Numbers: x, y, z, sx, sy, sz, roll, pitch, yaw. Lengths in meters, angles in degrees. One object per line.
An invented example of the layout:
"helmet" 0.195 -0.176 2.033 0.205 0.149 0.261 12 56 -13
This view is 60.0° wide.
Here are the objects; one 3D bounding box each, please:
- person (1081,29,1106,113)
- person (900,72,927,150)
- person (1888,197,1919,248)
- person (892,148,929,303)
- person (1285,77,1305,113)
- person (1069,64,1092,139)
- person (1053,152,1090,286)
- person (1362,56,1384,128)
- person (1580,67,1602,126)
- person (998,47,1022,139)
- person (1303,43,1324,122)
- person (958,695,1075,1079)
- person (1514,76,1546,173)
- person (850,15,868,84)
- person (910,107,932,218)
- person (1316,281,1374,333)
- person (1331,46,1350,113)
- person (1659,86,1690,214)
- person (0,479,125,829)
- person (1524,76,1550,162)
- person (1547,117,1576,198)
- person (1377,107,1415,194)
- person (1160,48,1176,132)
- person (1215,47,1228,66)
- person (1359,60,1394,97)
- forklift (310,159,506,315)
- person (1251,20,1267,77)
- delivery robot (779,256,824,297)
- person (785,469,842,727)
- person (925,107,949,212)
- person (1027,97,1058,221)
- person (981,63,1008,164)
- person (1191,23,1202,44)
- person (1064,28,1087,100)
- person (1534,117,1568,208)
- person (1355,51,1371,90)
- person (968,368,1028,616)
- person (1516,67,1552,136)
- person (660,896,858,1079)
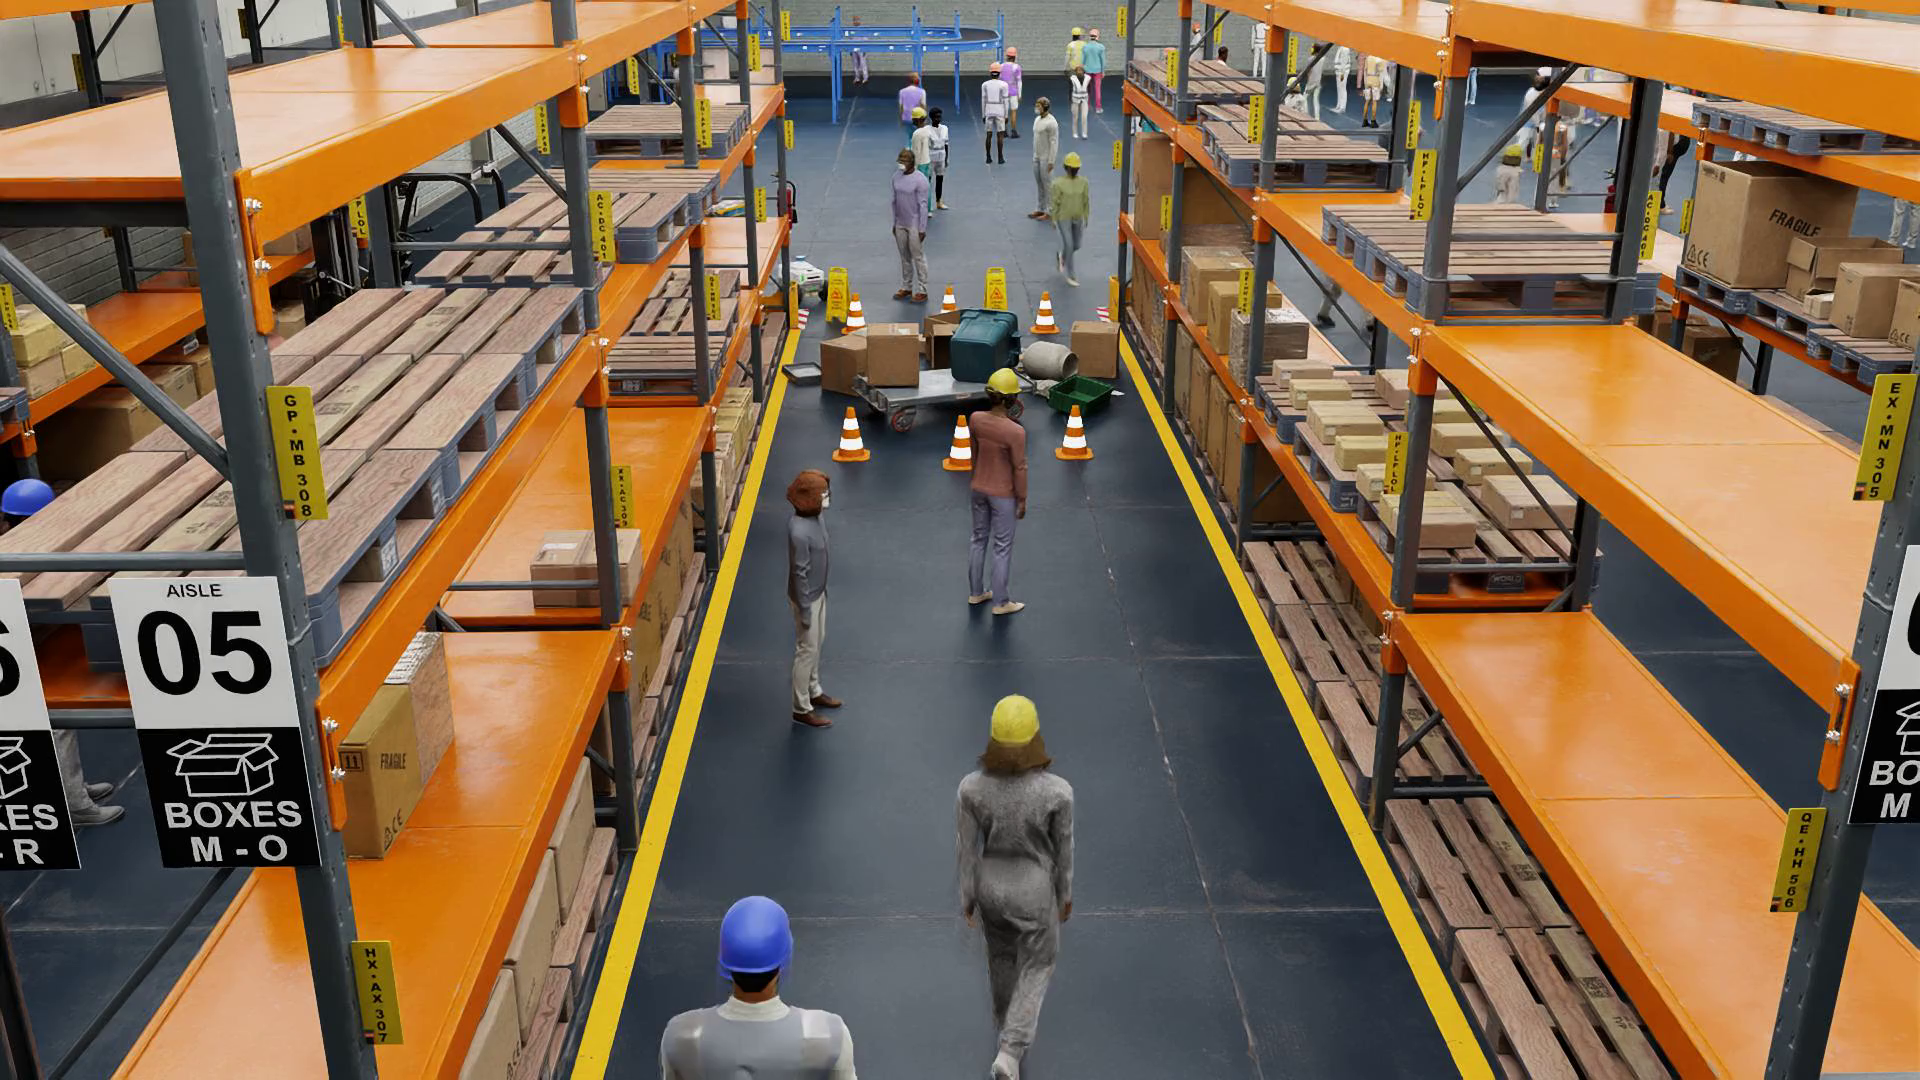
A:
"person" 3.280 -11.521 40.881 0.608 1.987 0.388 6 21 15
"person" -0.913 -8.011 31.827 0.629 1.829 0.523 11 23 27
"person" 13.957 -5.171 24.452 0.486 1.738 0.320 1 21 2
"person" -0.631 -3.982 21.041 0.377 1.930 0.624 -18 27 -39
"person" 6.316 -7.922 31.706 0.318 1.742 0.492 -17 26 -37
"person" 2.610 -9.510 36.100 0.537 1.598 0.844 -3 21 -8
"person" 1.449 -4.299 22.134 0.528 1.742 0.739 -8 22 -20
"person" 9.491 -10.424 38.051 0.367 1.935 0.552 -13 24 -30
"person" 14.707 -10.560 38.472 0.613 1.887 0.635 -5 21 -13
"person" 1.104 -9.758 36.289 0.551 1.934 0.373 11 23 26
"person" 8.131 -10.580 38.593 0.574 1.840 0.760 -12 24 -29
"person" 0.210 1.476 6.888 0.483 1.721 0.635 7 22 18
"person" 10.871 -7.813 31.347 0.898 1.798 0.617 13 24 30
"person" -2.933 -14.052 47.700 0.646 1.902 0.397 17 26 37
"person" -0.652 -6.026 26.664 0.326 1.767 0.533 8 22 20
"person" 4.608 -3.328 19.517 0.614 1.785 0.938 -17 26 -37
"person" 9.360 -11.497 40.893 0.427 1.938 0.604 0 21 0
"person" 11.650 -6.389 27.240 0.536 2.000 0.672 5 21 14
"person" -4.854 0.609 8.884 0.395 1.940 0.601 -13 24 -31
"person" 11.378 -8.227 32.598 0.322 1.688 0.538 -9 23 -22
"person" 10.378 -6.930 28.697 0.471 2.019 0.636 11 23 26
"person" 6.755 -5.822 25.884 0.630 1.938 0.369 -2 21 -5
"person" 4.458 -9.623 35.861 0.392 1.988 0.609 14 25 32
"person" 5.714 -9.927 36.787 0.411 1.907 0.600 -6 21 -14
"person" 11.254 -12.795 44.457 0.966 1.846 0.591 15 25 34
"forklift" -5.622 -2.910 17.832 2.313 2.155 1.214 -1 21 -1
"person" 8.849 -14.496 48.891 0.575 1.883 0.355 6 21 15
"delivery robot" -2.025 -3.380 21.225 0.477 0.478 0.707 -12 24 -29
"person" -0.895 0.343 10.030 0.287 1.623 0.507 2 21 6
"person" -0.417 -6.281 27.448 0.533 1.691 0.321 -14 25 -33
"person" 1.336 -6.088 26.588 0.355 1.938 0.637 -9 23 -23
"person" 0.691 -8.361 32.614 0.543 1.929 0.387 6 22 16
"person" 6.635 -13.673 46.888 0.323 1.755 0.563 0 21 -1
"person" 2.948 -12.157 42.699 0.605 1.888 0.960 -11 23 -27
"person" 9.856 -6.373 27.757 0.517 1.641 0.308 14 25 33
"person" 11.293 -13.475 46.158 0.638 1.909 0.408 9 23 23
"person" 0.275 -0.340 11.648 0.519 1.756 0.342 18 27 40
"person" 12.513 -9.574 35.913 0.613 1.861 1.032 -18 27 -39
"person" -0.610 2.017 5.214 0.630 1.913 0.965 1 21 2
